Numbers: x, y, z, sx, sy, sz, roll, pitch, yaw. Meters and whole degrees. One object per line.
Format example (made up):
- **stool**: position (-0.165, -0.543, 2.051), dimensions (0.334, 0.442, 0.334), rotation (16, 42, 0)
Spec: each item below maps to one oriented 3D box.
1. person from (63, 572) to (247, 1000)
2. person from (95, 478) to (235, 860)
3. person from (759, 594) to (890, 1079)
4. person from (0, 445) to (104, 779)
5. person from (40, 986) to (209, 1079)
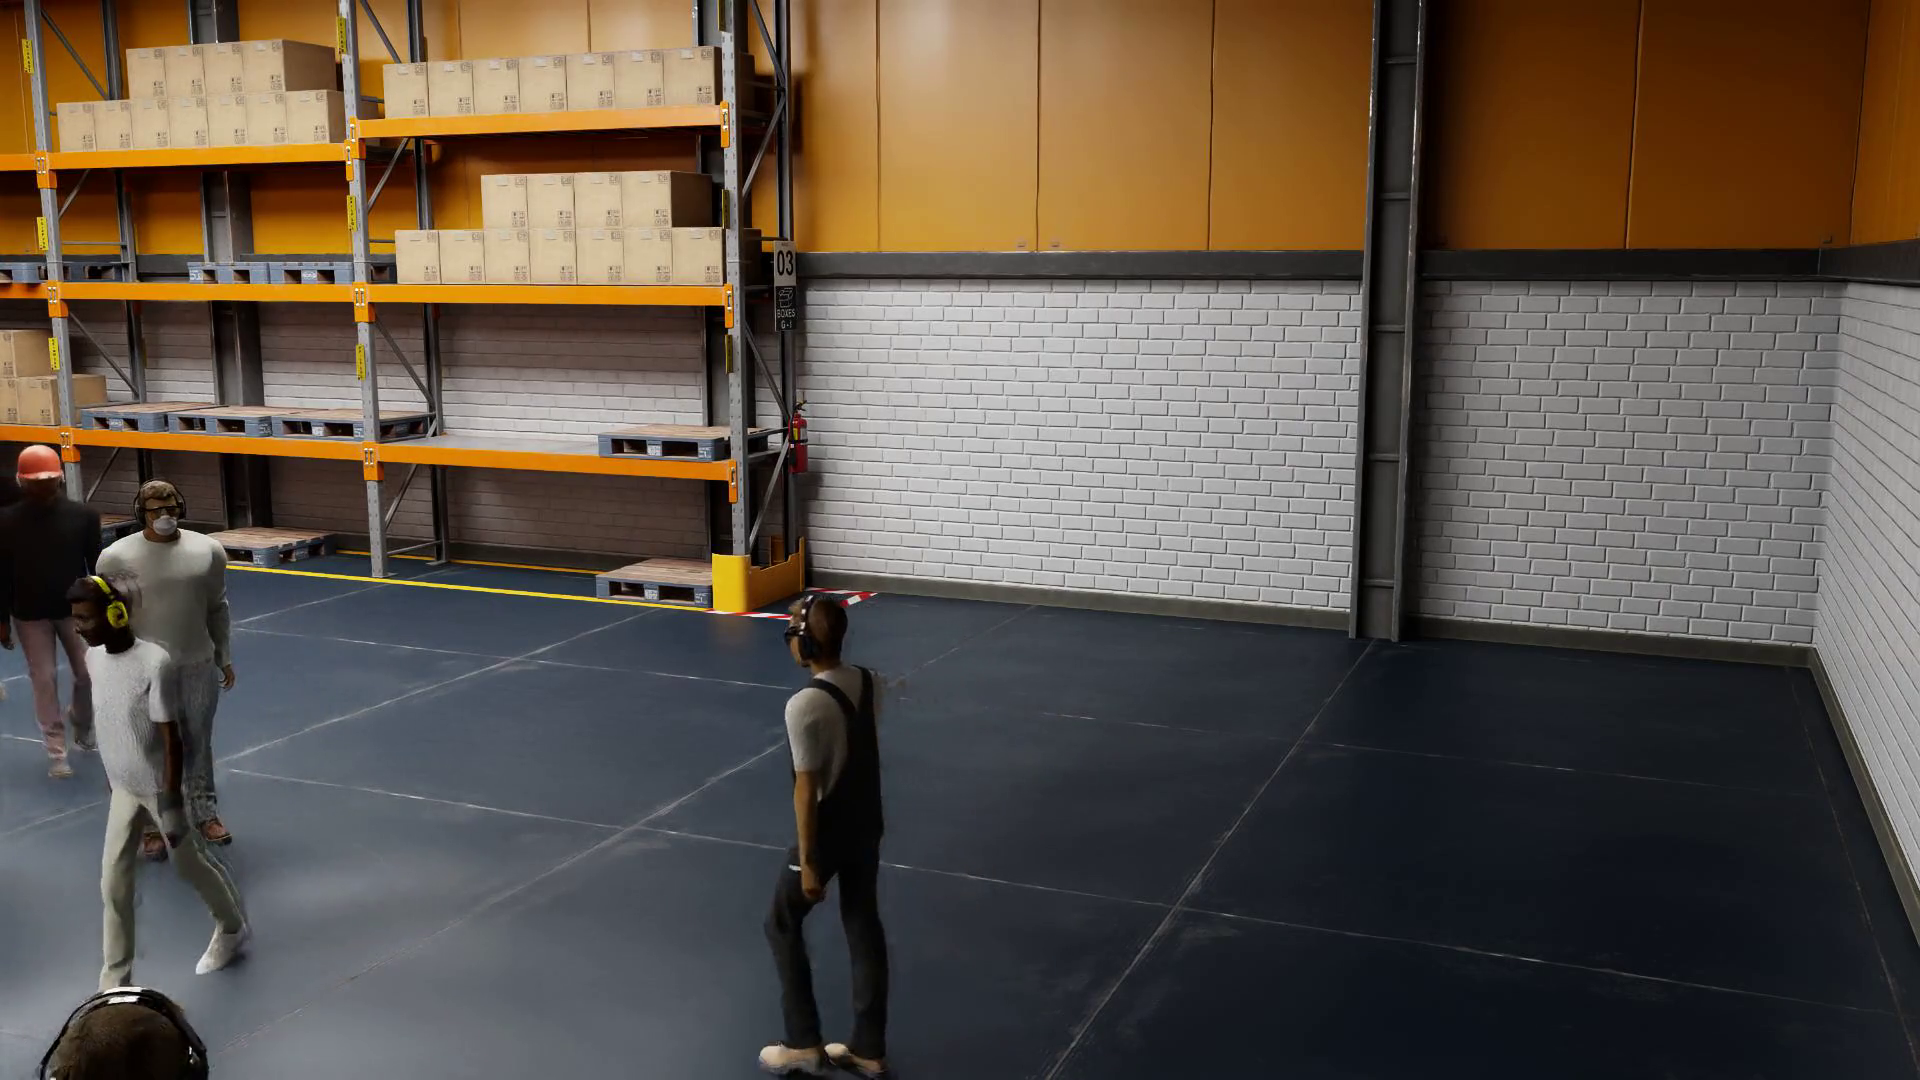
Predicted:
- **person**: position (-3.287, 1.006, 6.781), dimensions (0.556, 1.817, 0.950), rotation (4, 10, 21)
- **person**: position (-4.049, 0.646, 8.538), dimensions (0.634, 1.939, 0.367), rotation (-9, 13, -42)
- **person**: position (-0.502, 1.096, 6.169), dimensions (0.605, 1.826, 0.536), rotation (7, 12, 38)
- **person**: position (-5.384, 0.410, 9.860), dimensions (0.629, 1.981, 0.550), rotation (-6, 11, -34)
- **person**: position (-1.331, 1.630, 2.730), dimensions (0.649, 1.886, 1.016), rotation (-3, 10, -17)
